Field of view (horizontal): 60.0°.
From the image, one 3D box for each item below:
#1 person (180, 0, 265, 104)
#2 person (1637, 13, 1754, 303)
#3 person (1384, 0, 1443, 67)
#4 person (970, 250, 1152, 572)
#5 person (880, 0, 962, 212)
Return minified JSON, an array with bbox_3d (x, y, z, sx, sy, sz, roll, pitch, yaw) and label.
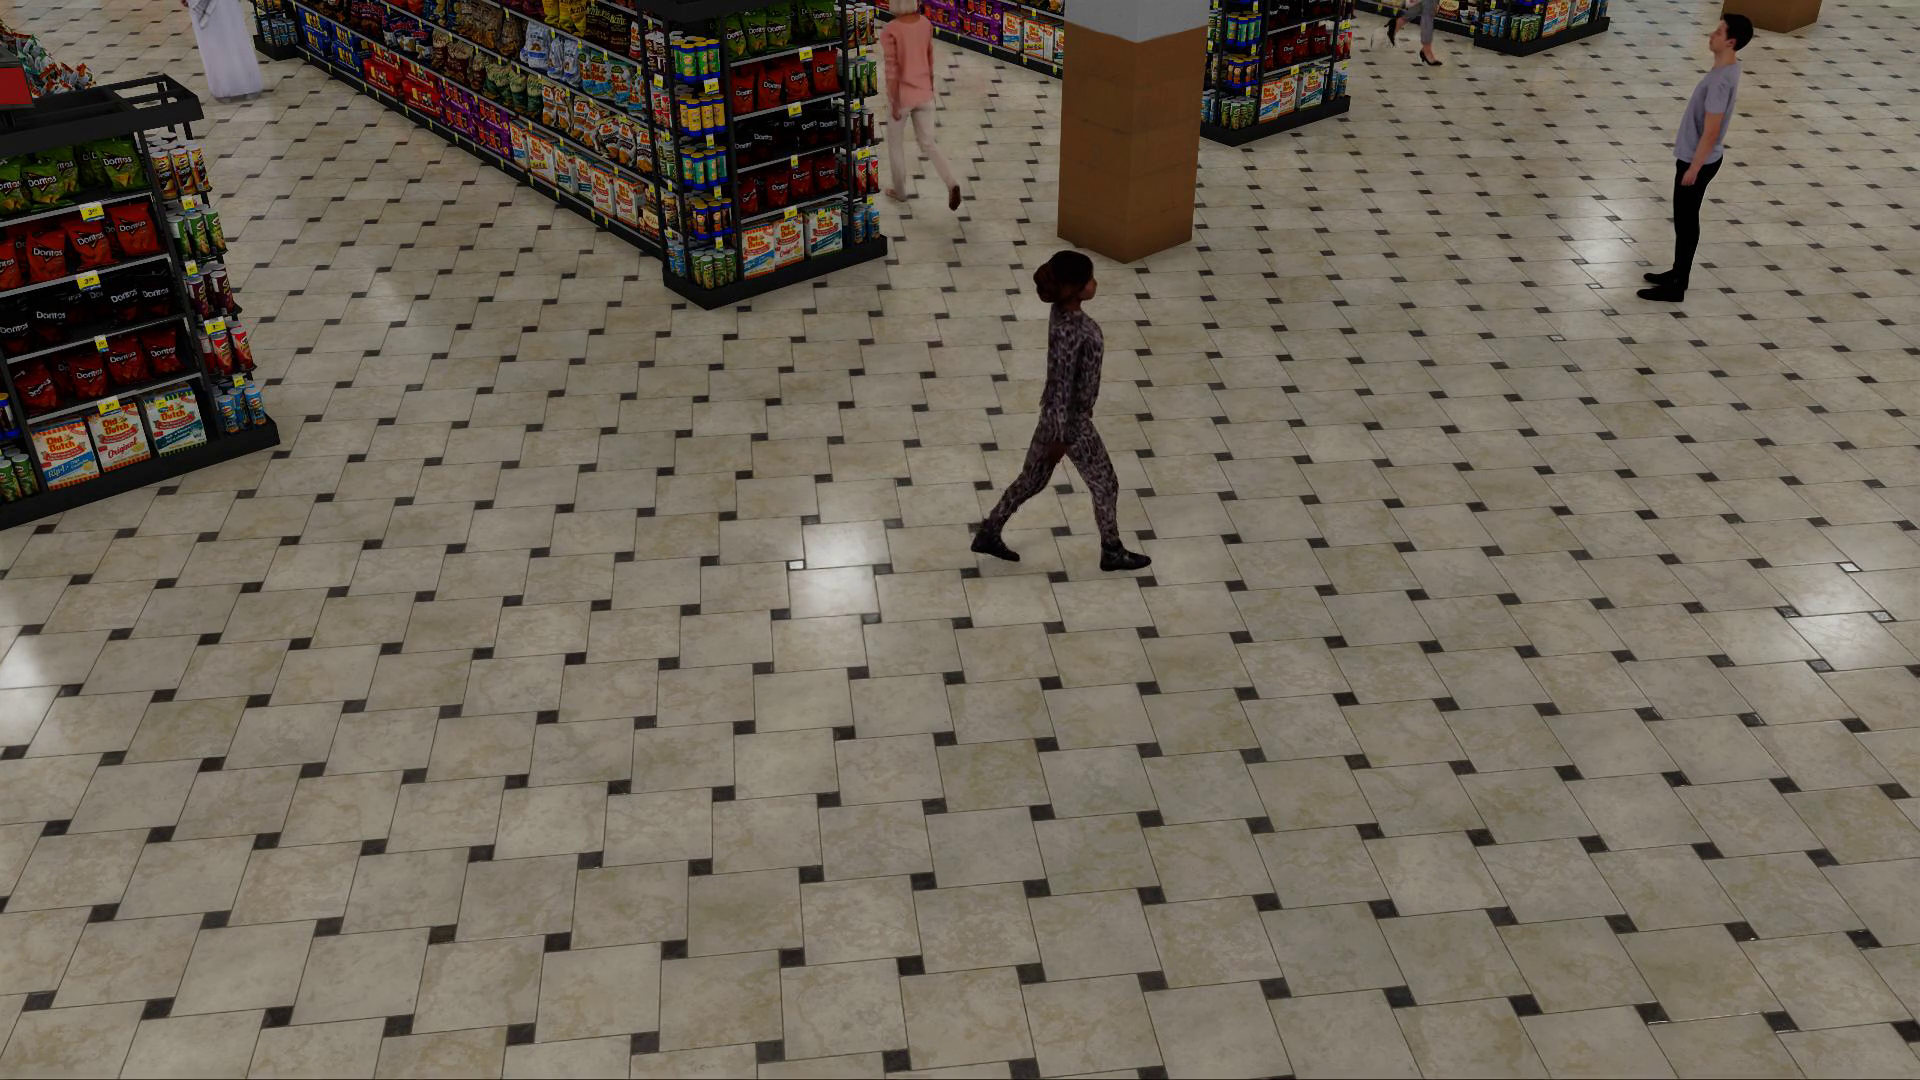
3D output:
[{"bbox_3d":[-6.560,-4.810,14.526,0.742,1.926,0.693,-16,35,-24],"label":"person"},{"bbox_3d":[4.822,-2.472,10.827,0.693,1.864,0.736,15,35,23],"label":"person"},{"bbox_3d":[4.364,-5.347,15.639,0.980,1.661,0.787,21,37,30],"label":"person"},{"bbox_3d":[0.415,-0.561,7.934,1.116,1.674,1.103,1,32,2],"label":"person"},{"bbox_3d":[-0.314,-3.220,12.194,0.658,1.689,1.076,-21,37,-29],"label":"person"}]
